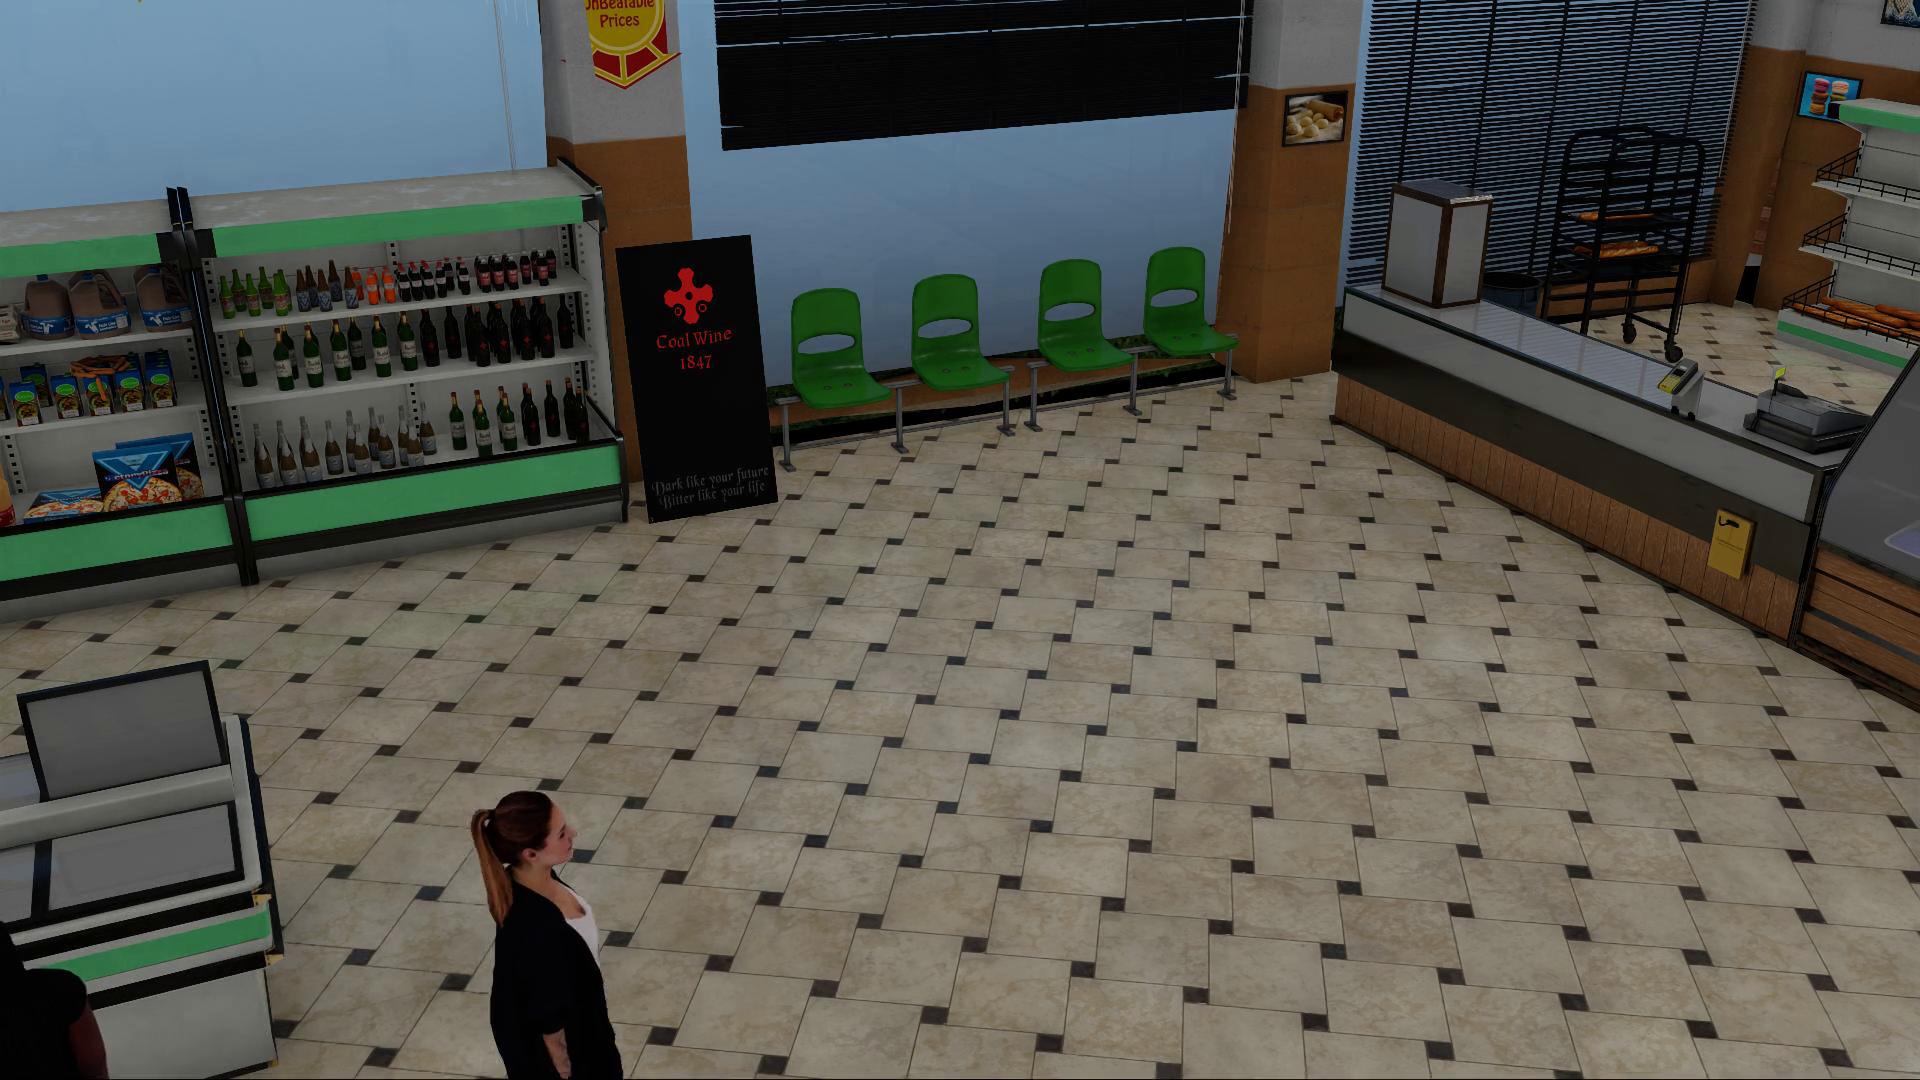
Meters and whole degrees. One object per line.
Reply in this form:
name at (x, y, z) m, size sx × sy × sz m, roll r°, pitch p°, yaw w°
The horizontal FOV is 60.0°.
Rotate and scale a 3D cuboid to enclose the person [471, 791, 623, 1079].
person at (-1.241, 1.448, 4.729) m, size 0.789 × 1.673 × 0.666 m, roll -8°, pitch 25°, yaw -18°
